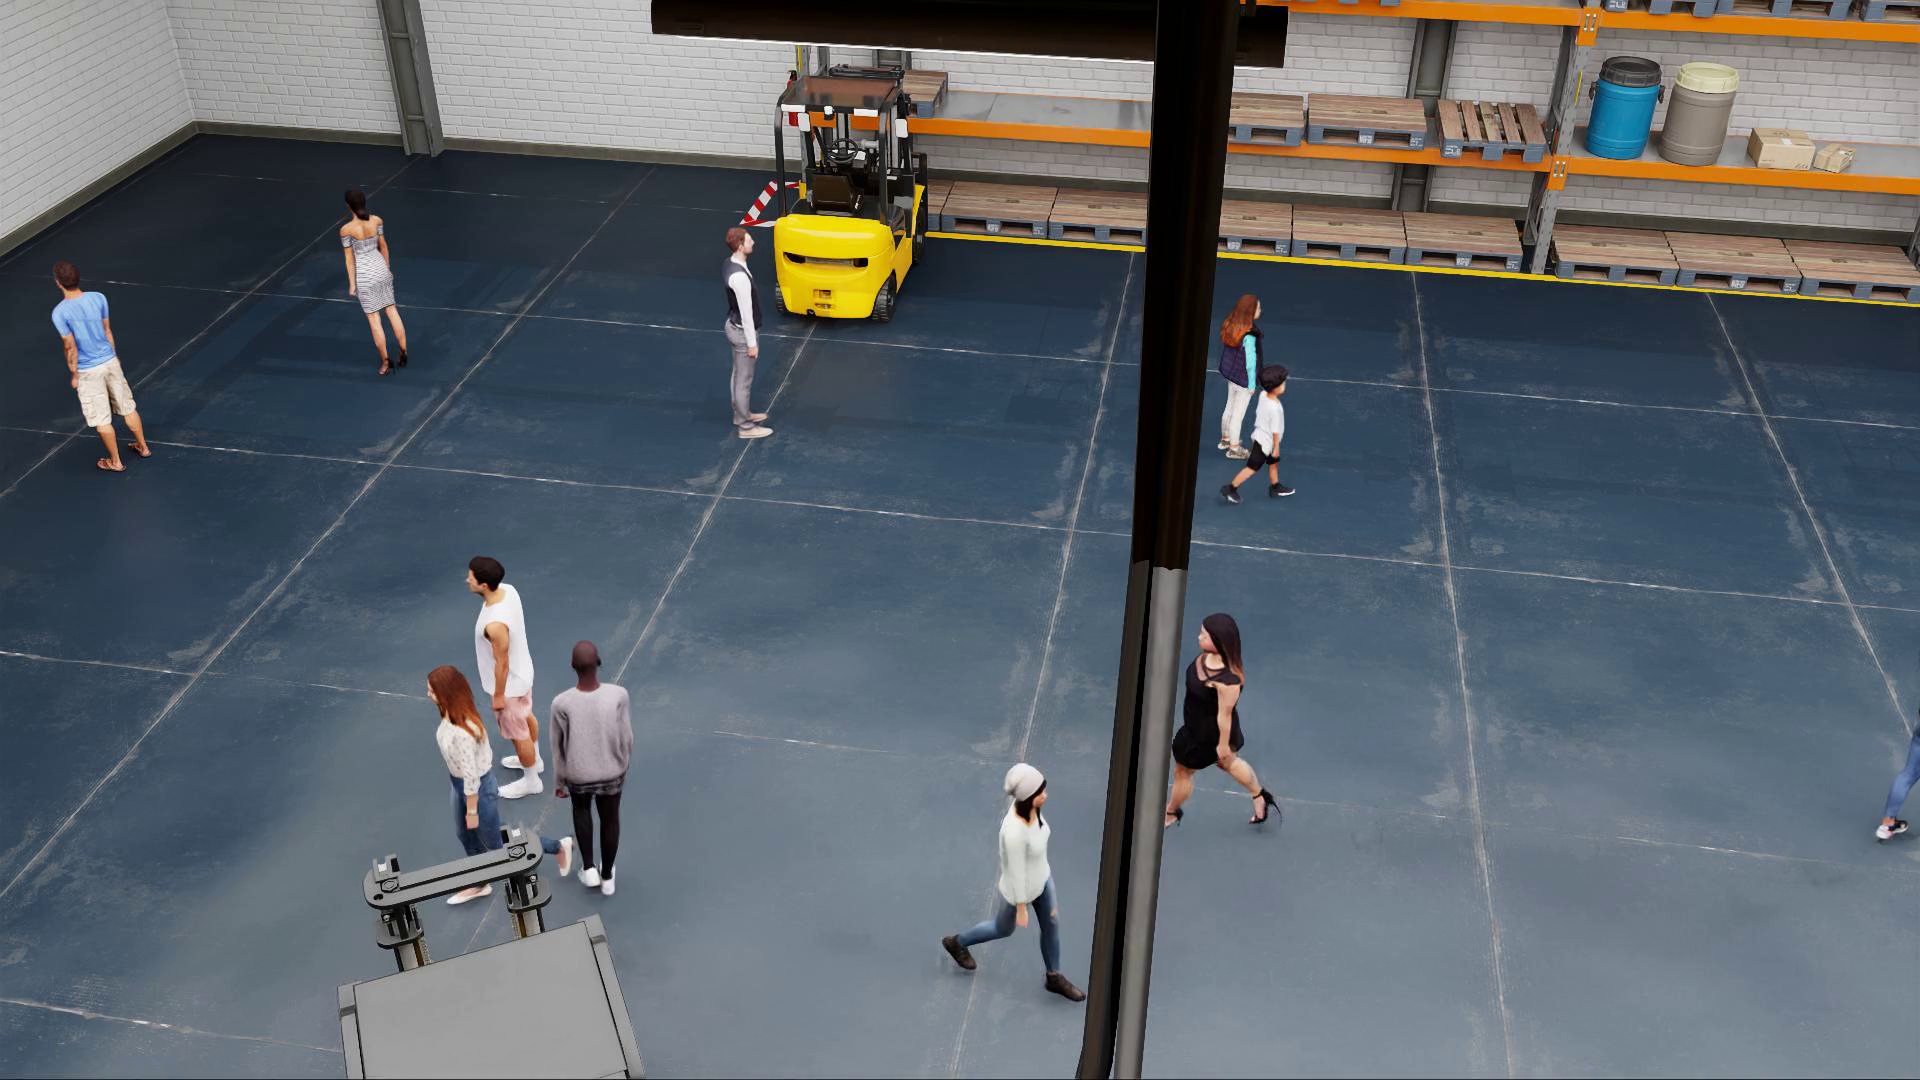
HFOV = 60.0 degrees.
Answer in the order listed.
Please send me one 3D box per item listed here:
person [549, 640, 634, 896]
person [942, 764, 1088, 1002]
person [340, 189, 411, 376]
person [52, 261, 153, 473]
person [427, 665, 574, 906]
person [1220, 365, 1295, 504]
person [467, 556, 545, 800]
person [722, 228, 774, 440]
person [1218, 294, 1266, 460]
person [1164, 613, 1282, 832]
[{"bbox_3d":[-2.132,1.416,9.776,0.710,1.756,0.816,-10,35,-15],"label":"person"},{"bbox_3d":[0.272,1.893,9.188,1.138,1.612,0.731,13,36,18],"label":"person"},{"bbox_3d":[-5.449,-2.399,15.455,0.691,1.822,0.684,25,41,33],"label":"person"},{"bbox_3d":[-7.283,-1.472,14.024,0.670,1.863,0.710,17,37,24],"label":"person"},{"bbox_3d":[-2.759,1.442,9.778,1.095,1.709,0.961,-18,38,-25],"label":"person"},{"bbox_3d":[2.452,-0.842,13.638,0.942,1.241,0.685,-4,34,-6],"label":"person"},{"bbox_3d":[-2.866,0.858,10.584,0.665,1.789,0.696,-3,34,-5],"label":"person"},{"bbox_3d":[-1.901,-1.815,14.476,0.706,1.933,0.728,-8,34,-12],"label":"person"},{"bbox_3d":[2.401,-1.415,14.267,0.686,1.500,0.660,-7,34,-10],"label":"person"},{"bbox_3d":[1.637,1.163,10.225,1.064,1.680,0.702,3,34,4],"label":"person"}]
